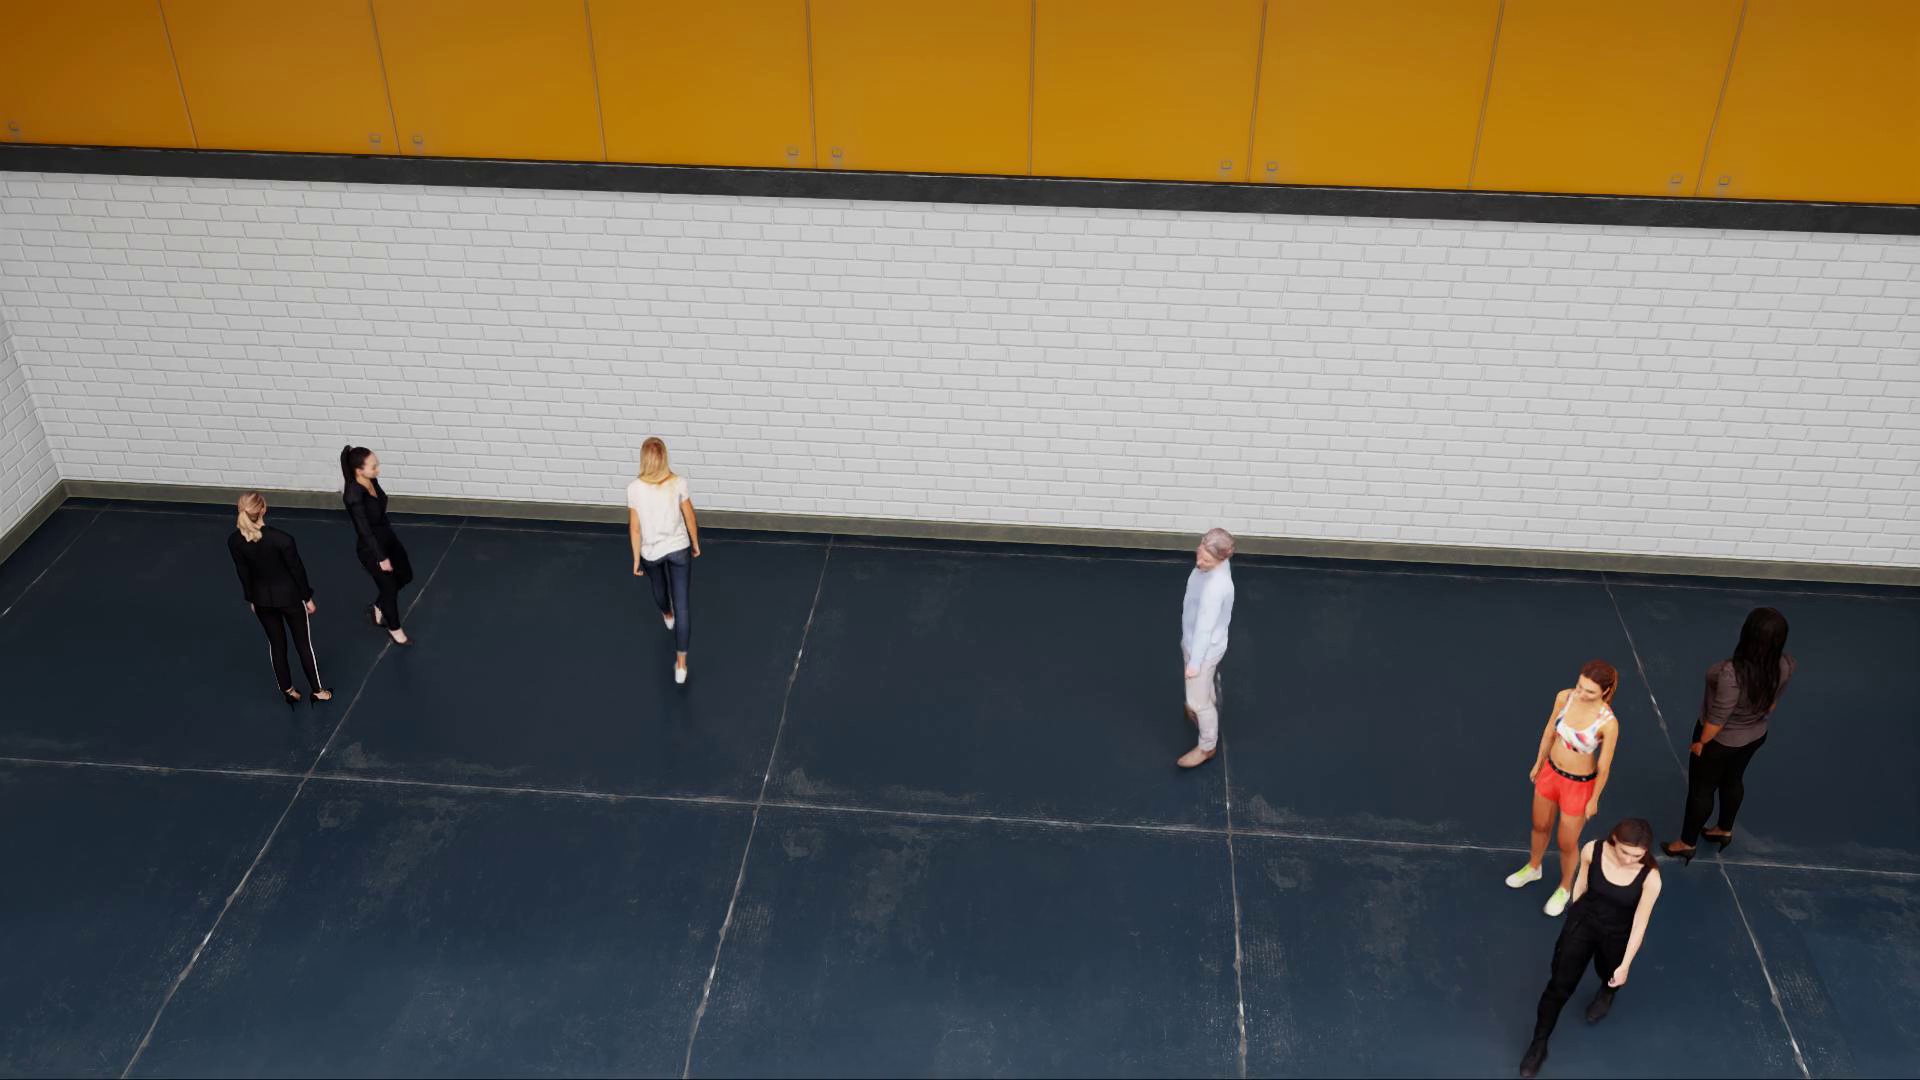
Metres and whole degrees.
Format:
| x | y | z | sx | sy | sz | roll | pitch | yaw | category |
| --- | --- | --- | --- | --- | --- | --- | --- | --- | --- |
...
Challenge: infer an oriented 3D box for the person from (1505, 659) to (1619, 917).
| x | y | z | sx | sy | sz | roll | pitch | yaw | category |
| --- | --- | --- | --- | --- | --- | --- | --- | --- | --- |
| 3.512 | 1.385 | 9.537 | 0.722 | 1.779 | 0.636 | -17 | 37 | -24 | person |

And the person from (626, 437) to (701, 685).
| x | y | z | sx | sy | sz | roll | pitch | yaw | category |
| --- | --- | --- | --- | --- | --- | --- | --- | --- | --- |
| -2.004 | 0.161 | 11.395 | 0.834 | 1.762 | 1.252 | -6 | 34 | -8 | person |

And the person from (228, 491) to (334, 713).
| x | y | z | sx | sy | sz | roll | pitch | yaw | category |
| --- | --- | --- | --- | --- | --- | --- | --- | --- | --- |
| -4.528 | 0.417 | 11.059 | 0.630 | 1.707 | 0.564 | 0 | 34 | 0 | person |

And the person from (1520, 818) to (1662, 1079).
| x | y | z | sx | sy | sz | roll | pitch | yaw | category |
| --- | --- | --- | --- | --- | --- | --- | --- | --- | --- |
| 3.397 | 2.030 | 8.688 | 0.944 | 1.646 | 1.155 | 24 | 41 | 32 | person |

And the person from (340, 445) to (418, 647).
| x | y | z | sx | sy | sz | roll | pitch | yaw | category |
| --- | --- | --- | --- | --- | --- | --- | --- | --- | --- |
| -4.123 | 0.067 | 11.593 | 0.653 | 1.699 | 0.583 | -1 | 34 | -1 | person |

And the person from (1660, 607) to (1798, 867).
| x | y | z | sx | sy | sz | roll | pitch | yaw | category |
| --- | --- | --- | --- | --- | --- | --- | --- | --- | --- |
| 4.553 | 1.165 | 9.811 | 0.739 | 1.842 | 0.748 | -12 | 36 | -18 | person |

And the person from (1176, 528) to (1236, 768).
| x | y | z | sx | sy | sz | roll | pitch | yaw | category |
| --- | --- | --- | --- | --- | --- | --- | --- | --- | --- |
| 1.567 | 0.642 | 10.580 | 0.927 | 1.861 | 0.456 | 9 | 35 | 14 | person |
